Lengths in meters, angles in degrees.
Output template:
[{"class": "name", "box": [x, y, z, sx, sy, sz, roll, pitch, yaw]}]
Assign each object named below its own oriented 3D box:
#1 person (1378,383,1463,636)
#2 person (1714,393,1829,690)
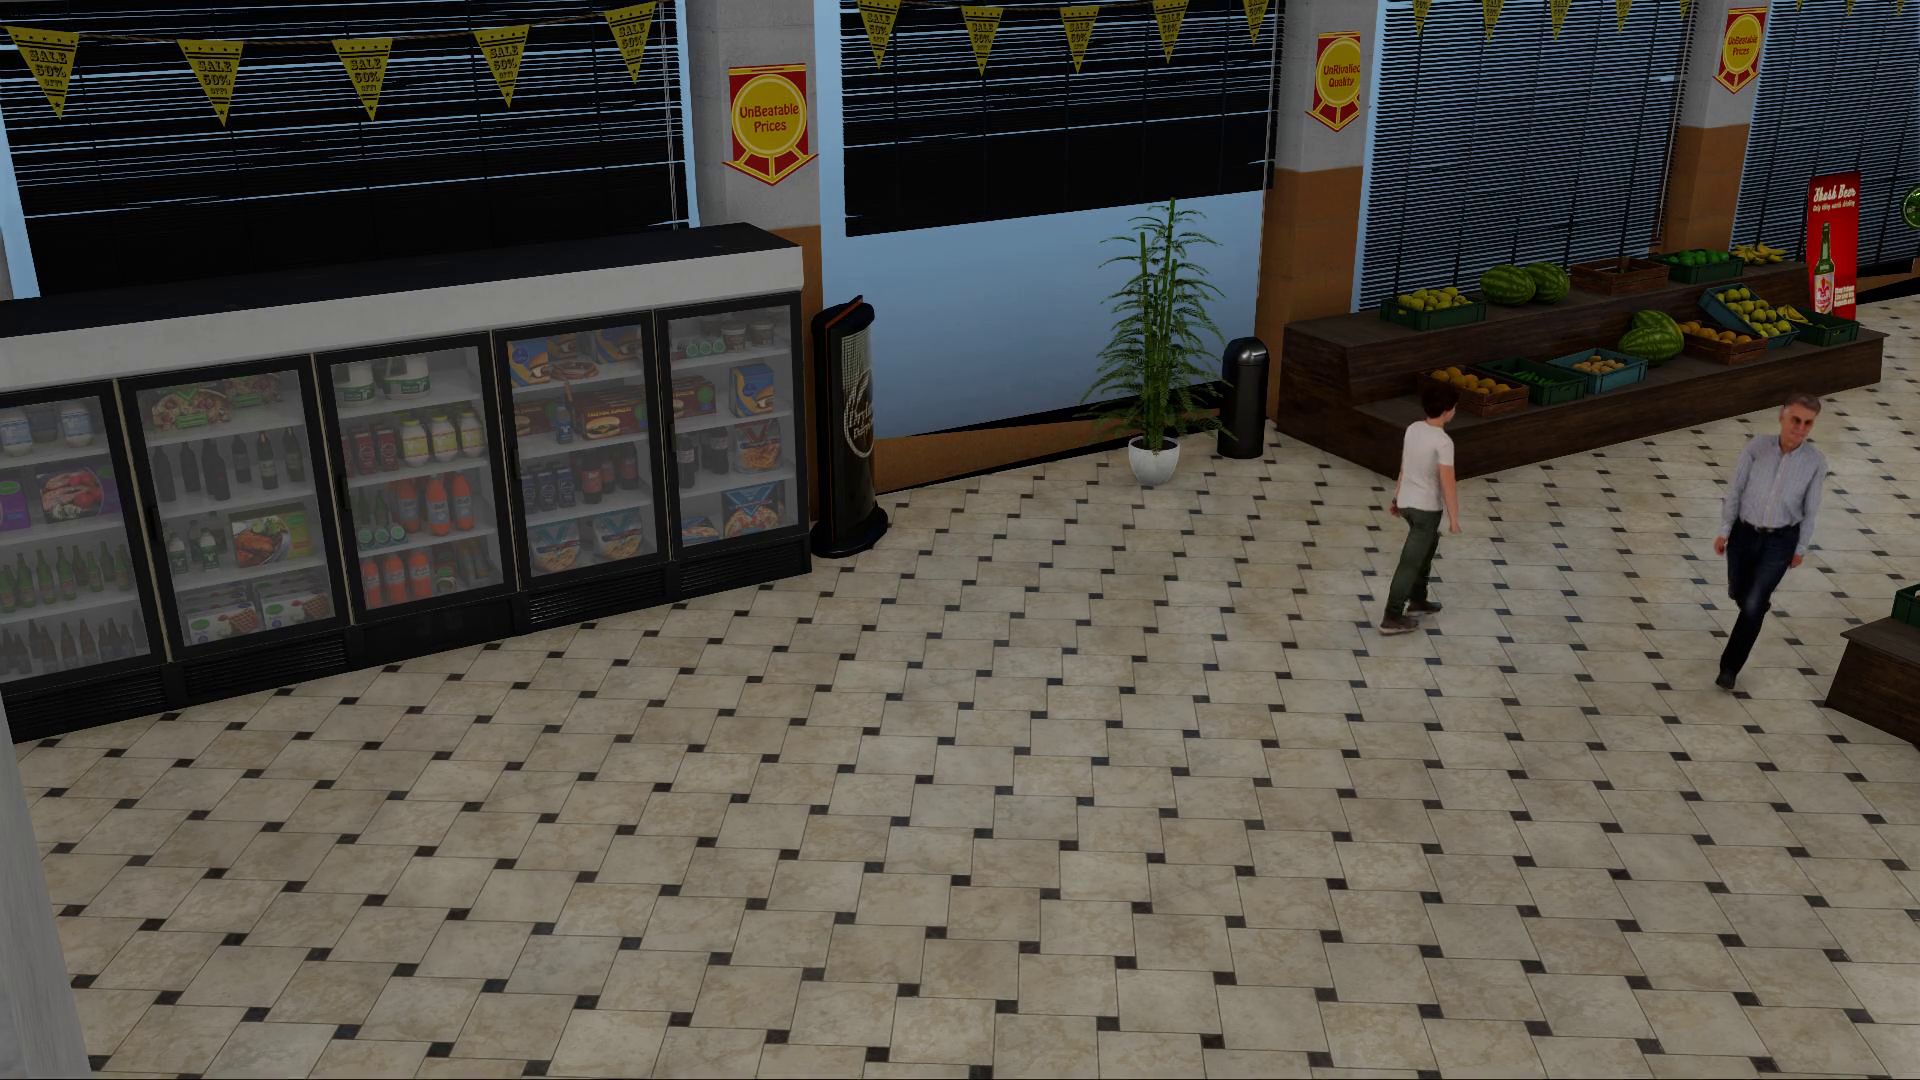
[{"class": "person", "box": [2.815, -0.174, 10.422, 0.798, 1.638, 0.667, -9, 23, -20]}, {"class": "person", "box": [4.786, -0.033, 9.872, 0.918, 1.786, 1.217, 18, 28, 37]}]
